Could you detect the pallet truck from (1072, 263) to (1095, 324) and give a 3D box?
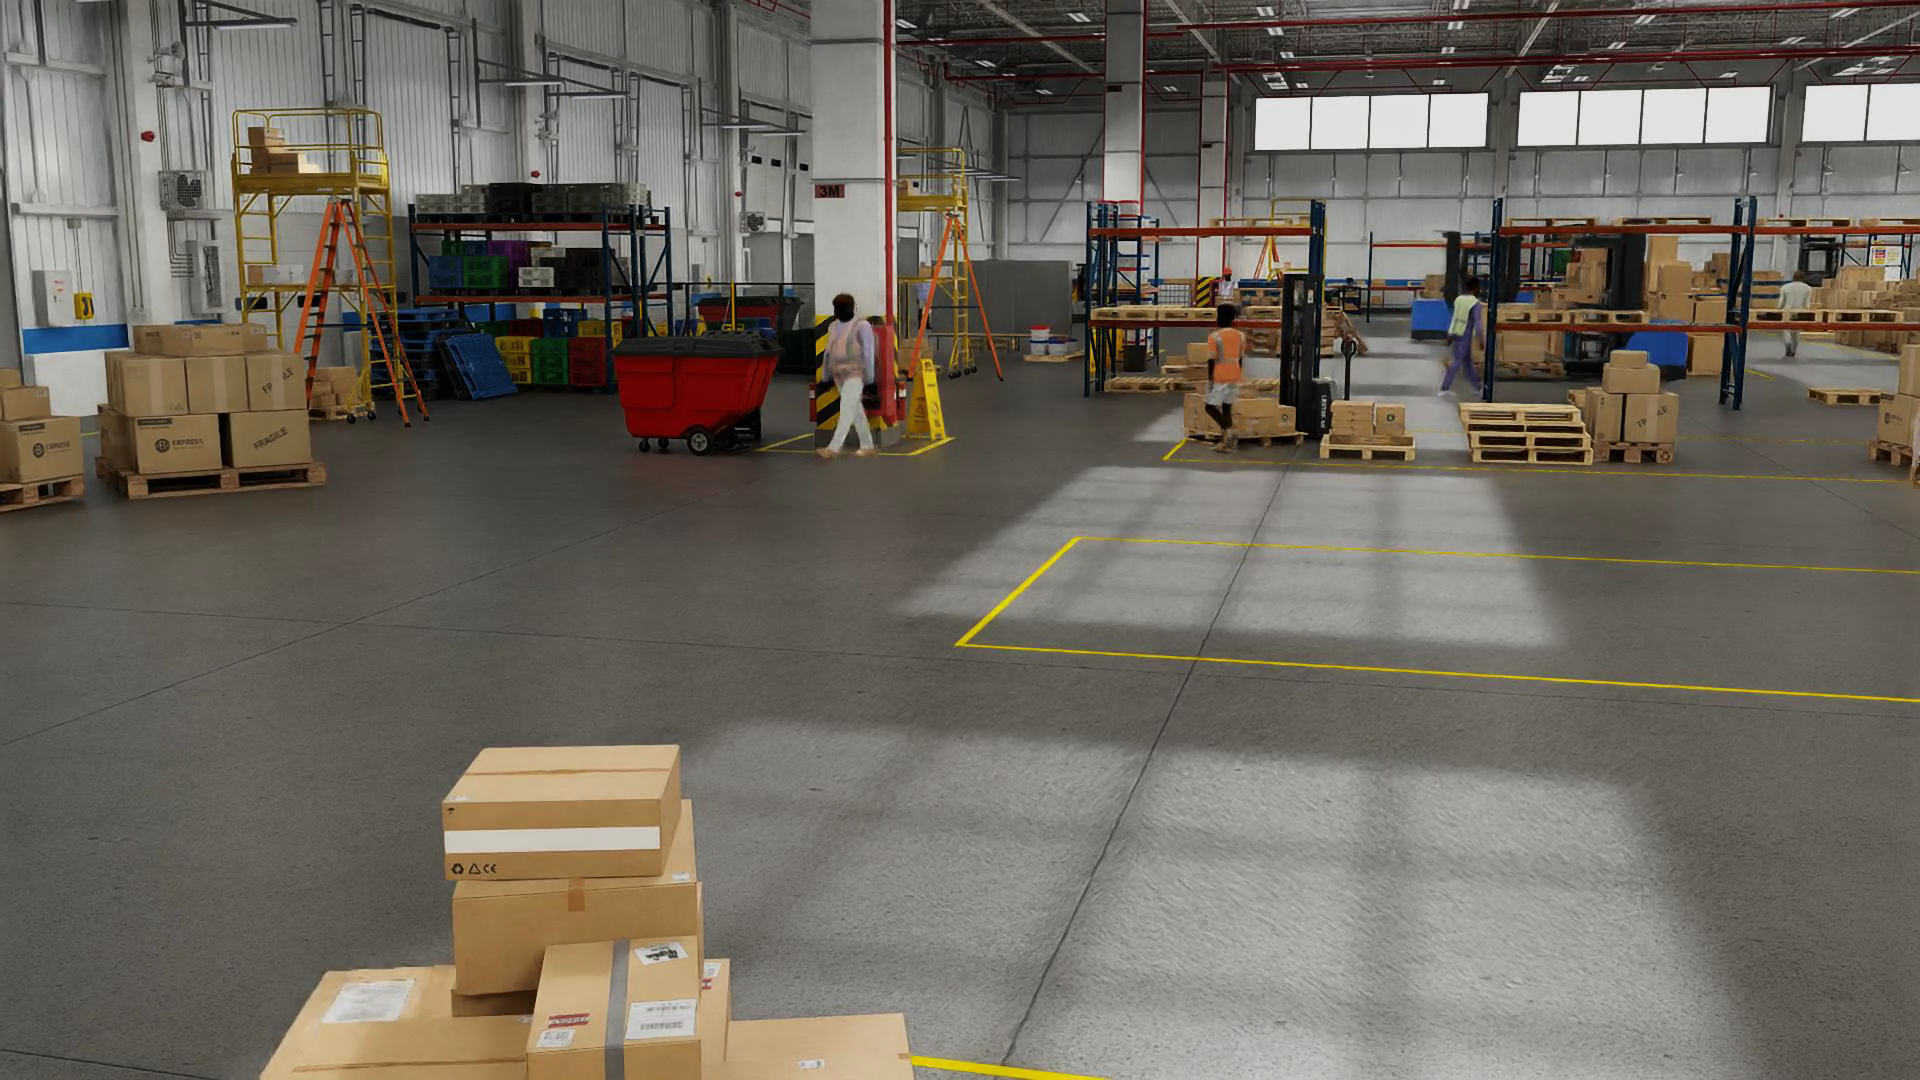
[{"bbox_3d":[4.325,-8.180,55.162,0.823,1.965,1.885,6,11,31],"label":"pallet truck"}]

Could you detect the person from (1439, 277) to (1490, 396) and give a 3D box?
[{"bbox_3d":[8.023,-3.196,26.218,1.036,1.857,0.611,-2,10,-14],"label":"person"}]

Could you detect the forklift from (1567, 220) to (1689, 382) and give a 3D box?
[{"bbox_3d":[11.808,-4.224,29.272,1.873,2.768,1.129,2,10,14],"label":"forklift"}]

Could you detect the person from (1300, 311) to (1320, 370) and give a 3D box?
[{"bbox_3d":[6.777,-4.127,32.063,0.484,1.739,0.319,-8,13,-41],"label":"person"}]

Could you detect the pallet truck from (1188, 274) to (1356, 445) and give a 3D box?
[{"bbox_3d":[3.653,-2.138,19.590,1.885,1.965,0.823,-4,10,-20],"label":"pallet truck"}]

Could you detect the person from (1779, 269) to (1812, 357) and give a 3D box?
[{"bbox_3d":[18.230,-4.946,36.340,0.628,1.924,0.722,4,10,23],"label":"person"}]

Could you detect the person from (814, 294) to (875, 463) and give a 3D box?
[{"bbox_3d":[-1.236,-1.730,17.814,0.985,1.786,0.647,-9,13,-42],"label":"person"}]

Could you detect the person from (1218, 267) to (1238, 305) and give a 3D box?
[{"bbox_3d":[6.882,-6.067,42.885,0.545,1.942,0.349,7,12,34],"label":"person"}]

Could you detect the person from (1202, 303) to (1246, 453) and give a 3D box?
[{"bbox_3d":[2.951,-1.777,18.388,0.539,1.683,0.444,-6,11,-30],"label":"person"}]

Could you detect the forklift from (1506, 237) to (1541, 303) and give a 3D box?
[{"bbox_3d":[17.401,-8.129,52.267,1.873,2.768,1.129,2,10,14],"label":"forklift"}]

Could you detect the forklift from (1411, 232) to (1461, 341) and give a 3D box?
[{"bbox_3d":[12.677,-6.549,42.961,1.873,2.768,1.129,2,10,14],"label":"forklift"}]

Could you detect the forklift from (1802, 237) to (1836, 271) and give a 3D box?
[{"bbox_3d":[27.745,-8.411,53.925,1.129,2.768,1.873,2,10,14],"label":"forklift"}]

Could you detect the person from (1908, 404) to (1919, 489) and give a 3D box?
[{"bbox_3d":[6.039,-0.457,9.908,0.611,1.923,0.650,-9,13,-44],"label":"person"}]

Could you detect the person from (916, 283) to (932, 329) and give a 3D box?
[{"bbox_3d":[-1.073,-7.374,50.629,0.543,1.930,0.389,-5,11,-25],"label":"person"}]

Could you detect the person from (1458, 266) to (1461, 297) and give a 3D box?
[{"bbox_3d":[15.054,-7.307,50.217,0.371,1.933,0.627,5,11,26],"label":"person"}]
